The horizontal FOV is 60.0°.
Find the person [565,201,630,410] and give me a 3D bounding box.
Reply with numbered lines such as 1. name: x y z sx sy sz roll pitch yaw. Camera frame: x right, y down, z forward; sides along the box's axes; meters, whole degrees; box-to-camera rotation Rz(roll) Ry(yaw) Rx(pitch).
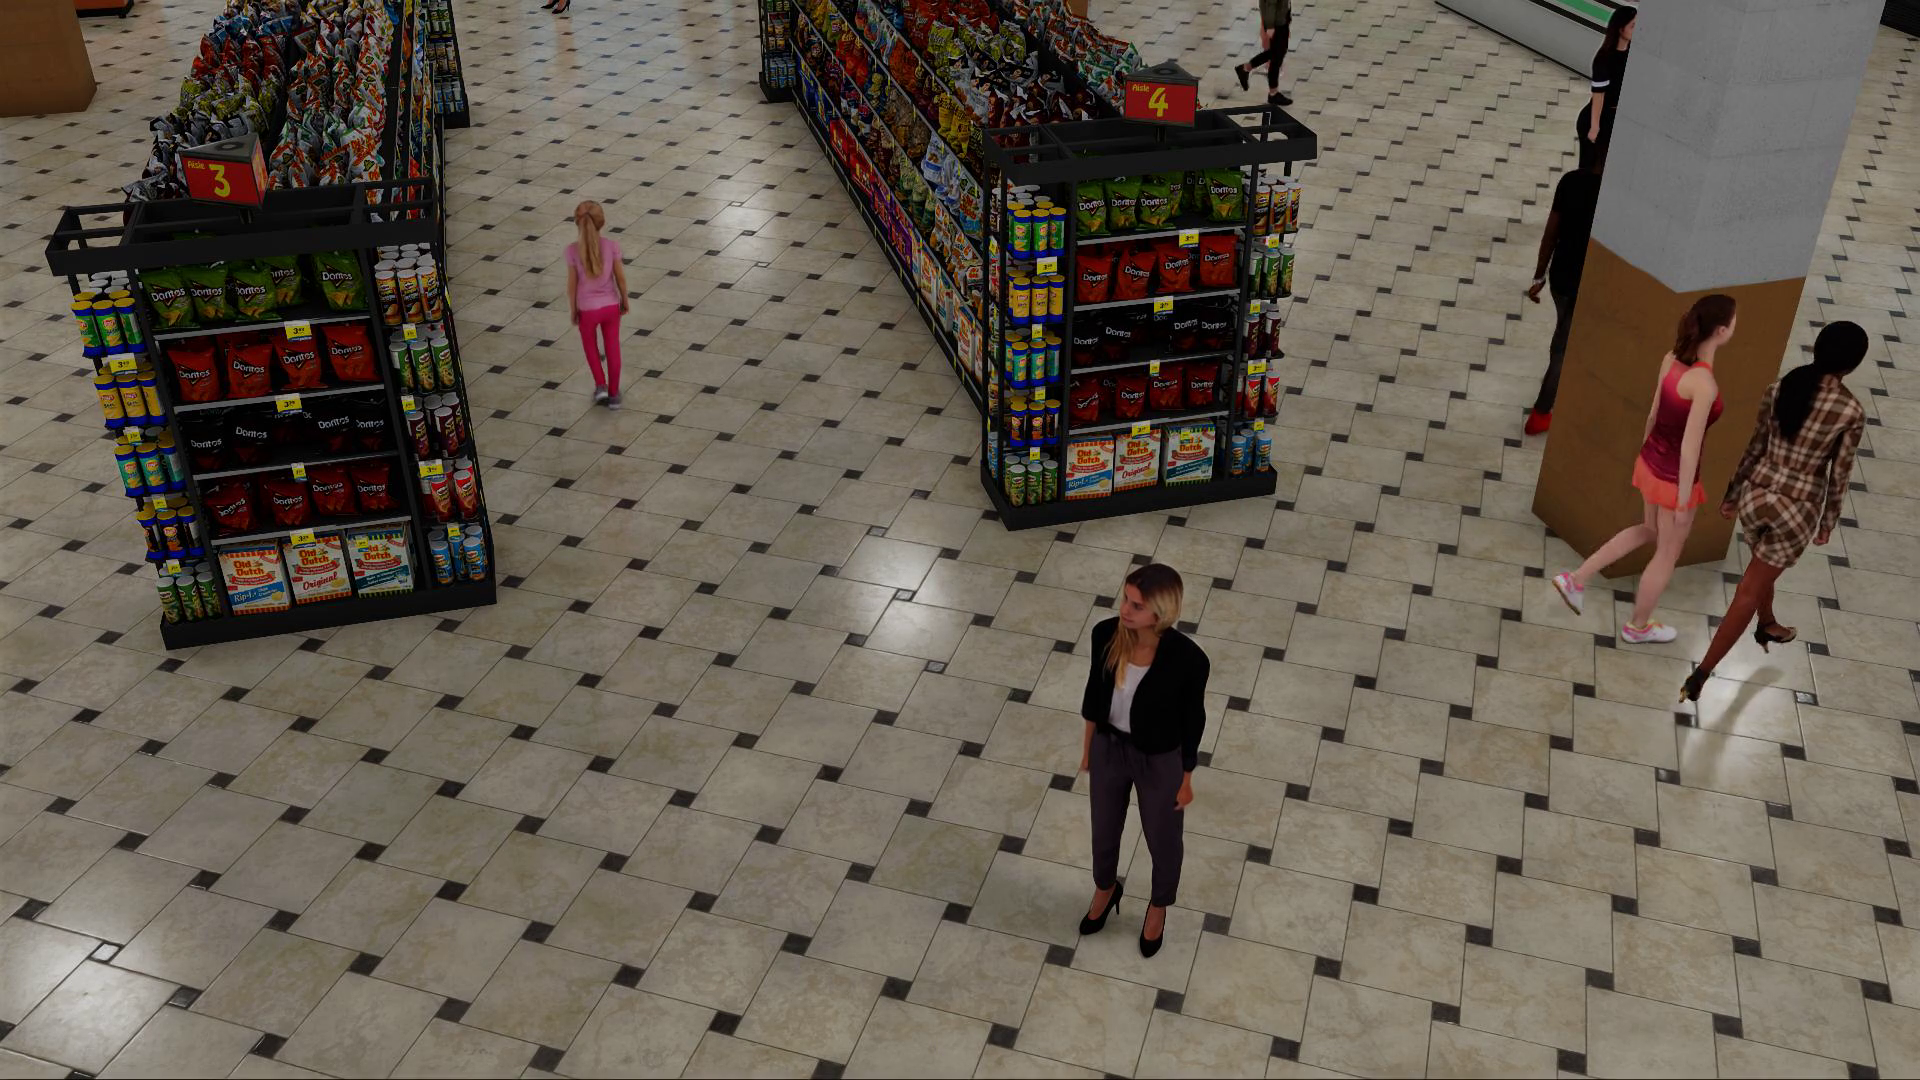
1. person: -2.090 -1.336 9.635 0.487 1.264 0.504 -8 33 -13

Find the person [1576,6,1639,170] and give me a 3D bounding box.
1. person: 4.636 -3.027 11.999 0.749 1.638 0.713 24 39 33

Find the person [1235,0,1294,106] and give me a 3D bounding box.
1. person: 2.724 -4.582 14.665 0.913 1.463 0.867 15 35 22

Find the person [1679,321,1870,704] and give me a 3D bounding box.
1. person: 3.433 -0.054 7.133 0.931 1.730 1.138 -27 41 -36

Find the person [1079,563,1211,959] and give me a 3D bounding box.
1. person: 0.636 0.783 5.846 0.677 1.669 0.741 17 36 26

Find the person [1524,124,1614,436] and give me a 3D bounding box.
1. person: 3.385 -1.402 9.244 0.923 1.789 0.898 -23 39 -32

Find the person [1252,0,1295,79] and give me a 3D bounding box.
1. person: 2.912 -5.185 15.418 0.754 1.691 0.804 6 32 10

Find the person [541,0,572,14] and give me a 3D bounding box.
1. person: -4.312 -6.430 17.301 0.865 1.815 0.779 -20 37 -29

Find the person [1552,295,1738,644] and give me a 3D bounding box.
1. person: 3.101 -0.282 7.496 0.710 1.734 0.803 -3 32 -5
